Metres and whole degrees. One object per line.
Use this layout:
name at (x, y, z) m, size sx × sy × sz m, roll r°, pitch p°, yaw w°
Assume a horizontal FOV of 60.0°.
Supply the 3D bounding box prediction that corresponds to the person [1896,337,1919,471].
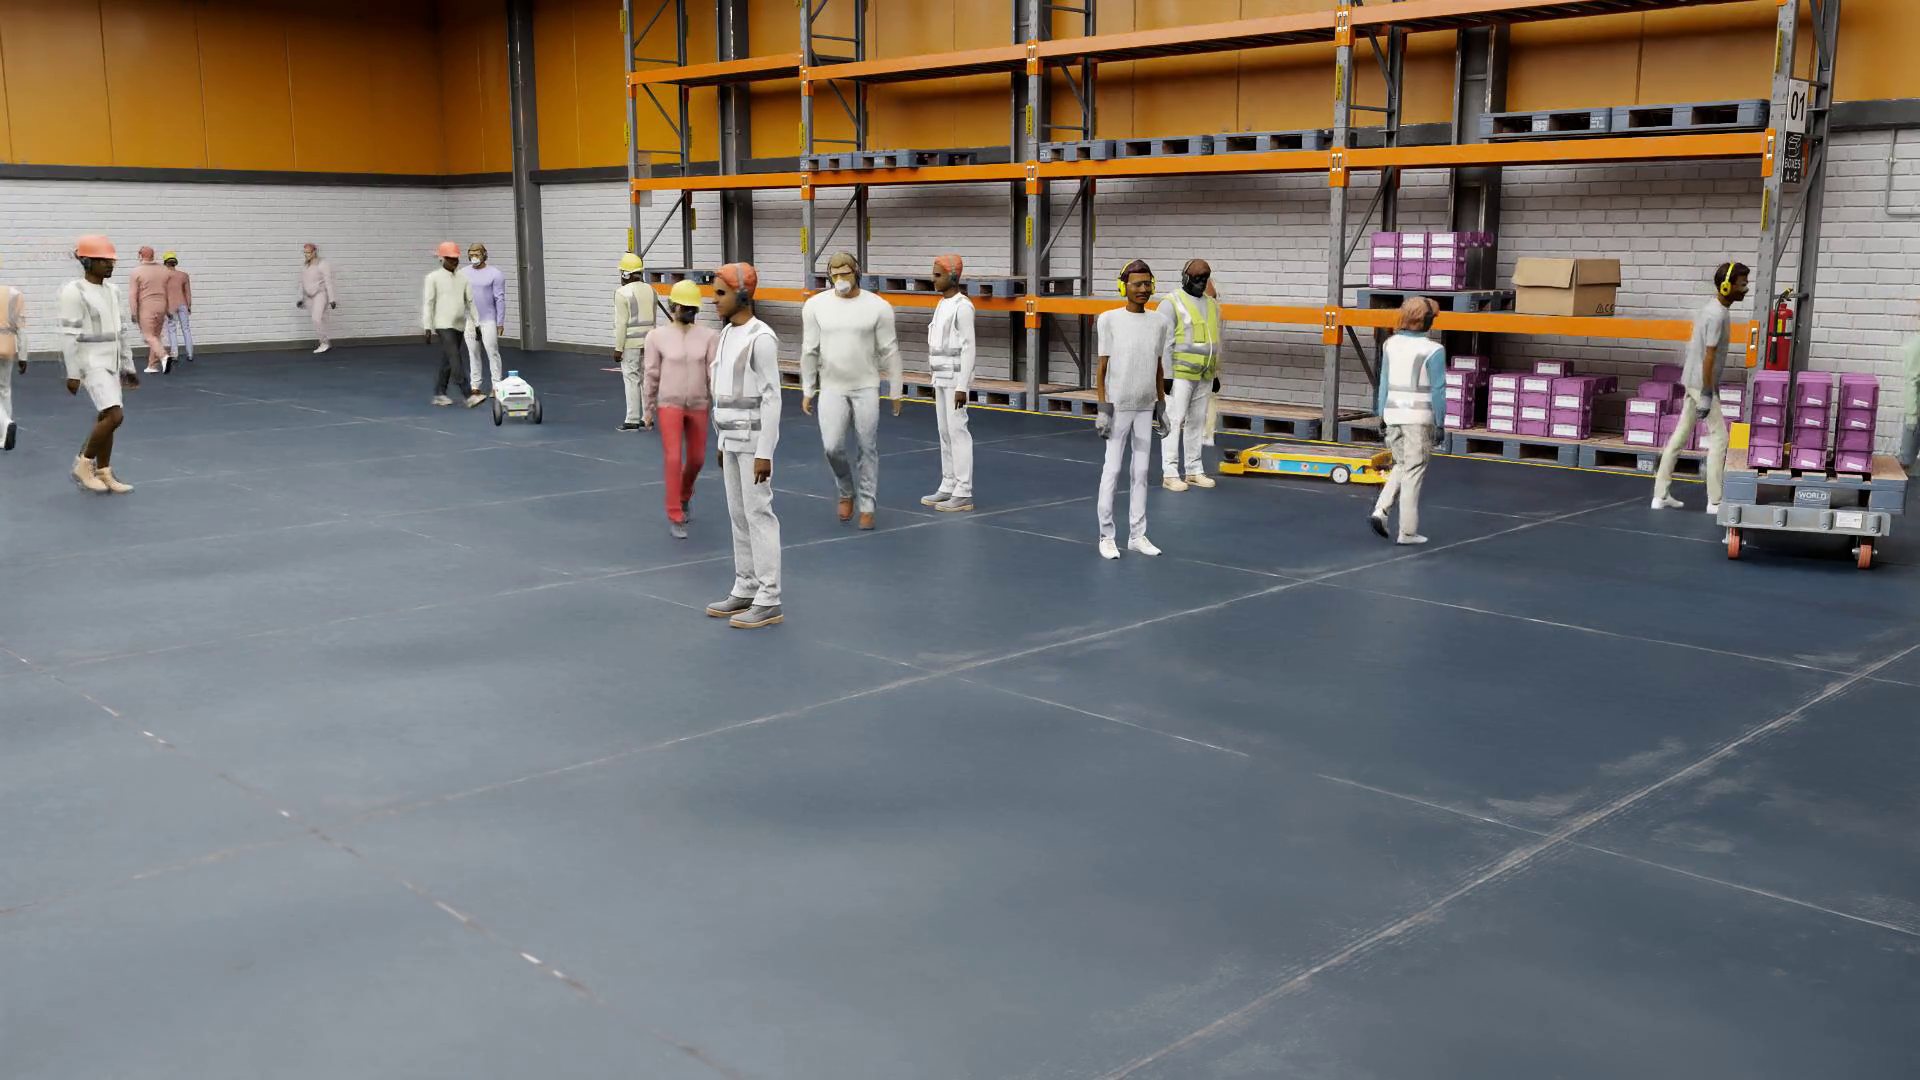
person at (6.686, -0.883, 11.586) m, size 0.507 × 1.593 × 0.808 m, roll -4°, pitch 11°, yaw -21°

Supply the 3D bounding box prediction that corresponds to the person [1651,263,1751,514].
person at (5.434, -1.091, 12.111) m, size 0.658 × 1.826 × 0.507 m, roll 3°, pitch 11°, yaw 14°

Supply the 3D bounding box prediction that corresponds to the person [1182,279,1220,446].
person at (2.316, -1.703, 15.974) m, size 0.377 × 1.620 × 0.509 m, roll 9°, pitch 14°, yaw 42°

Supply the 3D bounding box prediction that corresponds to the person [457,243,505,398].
person at (-5.964, -2.728, 20.740) m, size 0.622 × 1.932 × 0.368 m, roll 2°, pitch 11°, yaw 9°

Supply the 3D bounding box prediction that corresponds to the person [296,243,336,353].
person at (-11.115, -4.152, 28.644) m, size 0.652 × 1.883 × 0.589 m, roll 6°, pitch 12°, yaw 31°

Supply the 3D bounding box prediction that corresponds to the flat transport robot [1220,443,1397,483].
flat transport robot at (2.969, -0.656, 13.949) m, size 1.431 × 0.197 × 0.652 m, roll 6°, pitch 12°, yaw 29°

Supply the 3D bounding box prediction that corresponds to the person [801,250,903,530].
person at (-0.732, -1.012, 11.390) m, size 0.721 × 1.916 × 0.439 m, roll 0°, pitch 10°, yaw -1°

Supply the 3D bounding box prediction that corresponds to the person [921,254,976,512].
person at (-0.072, -1.156, 12.270) m, size 0.344 × 1.883 × 0.585 m, roll -4°, pitch 11°, yaw -20°

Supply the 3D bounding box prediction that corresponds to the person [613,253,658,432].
person at (-3.374, -2.035, 17.198) m, size 0.403 × 1.837 × 0.591 m, roll 6°, pitch 12°, yaw 28°

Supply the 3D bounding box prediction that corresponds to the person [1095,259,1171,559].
person at (1.089, -0.819, 10.471) m, size 0.518 × 1.874 × 0.329 m, roll -4°, pitch 11°, yaw -22°

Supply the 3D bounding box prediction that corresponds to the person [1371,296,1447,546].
person at (2.947, -0.765, 10.828) m, size 0.363 × 1.625 × 0.539 m, roll -6°, pitch 12°, yaw -30°

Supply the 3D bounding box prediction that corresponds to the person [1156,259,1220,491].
person at (1.848, -1.316, 13.284) m, size 0.620 × 1.838 × 0.430 m, roll -8°, pitch 13°, yaw -38°

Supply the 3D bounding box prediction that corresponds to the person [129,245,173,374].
person at (-11.786, -3.356, 24.292) m, size 0.822 × 1.883 × 0.650 m, roll 6°, pitch 12°, yaw 31°

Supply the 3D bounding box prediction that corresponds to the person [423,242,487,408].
person at (-5.958, -2.533, 19.629) m, size 1.011 × 1.937 × 0.644 m, roll 7°, pitch 12°, yaw 32°

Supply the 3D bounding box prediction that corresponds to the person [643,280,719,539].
person at (-1.919, -0.915, 11.387) m, size 0.543 × 1.732 × 0.724 m, roll -6°, pitch 12°, yaw -29°

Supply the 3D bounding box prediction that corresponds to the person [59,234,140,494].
person at (-6.644, -1.344, 12.905) m, size 0.433 × 2.028 × 0.603 m, roll 0°, pitch 10°, yaw 2°

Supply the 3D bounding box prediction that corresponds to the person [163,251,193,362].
person at (-12.589, -3.732, 26.653) m, size 0.329 × 1.765 × 0.533 m, roll 9°, pitch 14°, yaw 40°

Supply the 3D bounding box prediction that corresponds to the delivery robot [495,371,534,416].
delivery robot at (-4.818, -1.584, 17.979) m, size 0.477 × 0.478 × 0.707 m, roll -4°, pitch 11°, yaw -20°

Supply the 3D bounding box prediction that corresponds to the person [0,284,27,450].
person at (-9.015, -1.766, 15.541) m, size 0.770 × 1.908 × 0.586 m, roll 9°, pitch 14°, yaw 41°

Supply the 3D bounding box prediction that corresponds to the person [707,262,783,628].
person at (-1.117, -0.490, 8.641) m, size 0.339 × 1.882 × 0.584 m, roll -6°, pitch 12°, yaw -29°
